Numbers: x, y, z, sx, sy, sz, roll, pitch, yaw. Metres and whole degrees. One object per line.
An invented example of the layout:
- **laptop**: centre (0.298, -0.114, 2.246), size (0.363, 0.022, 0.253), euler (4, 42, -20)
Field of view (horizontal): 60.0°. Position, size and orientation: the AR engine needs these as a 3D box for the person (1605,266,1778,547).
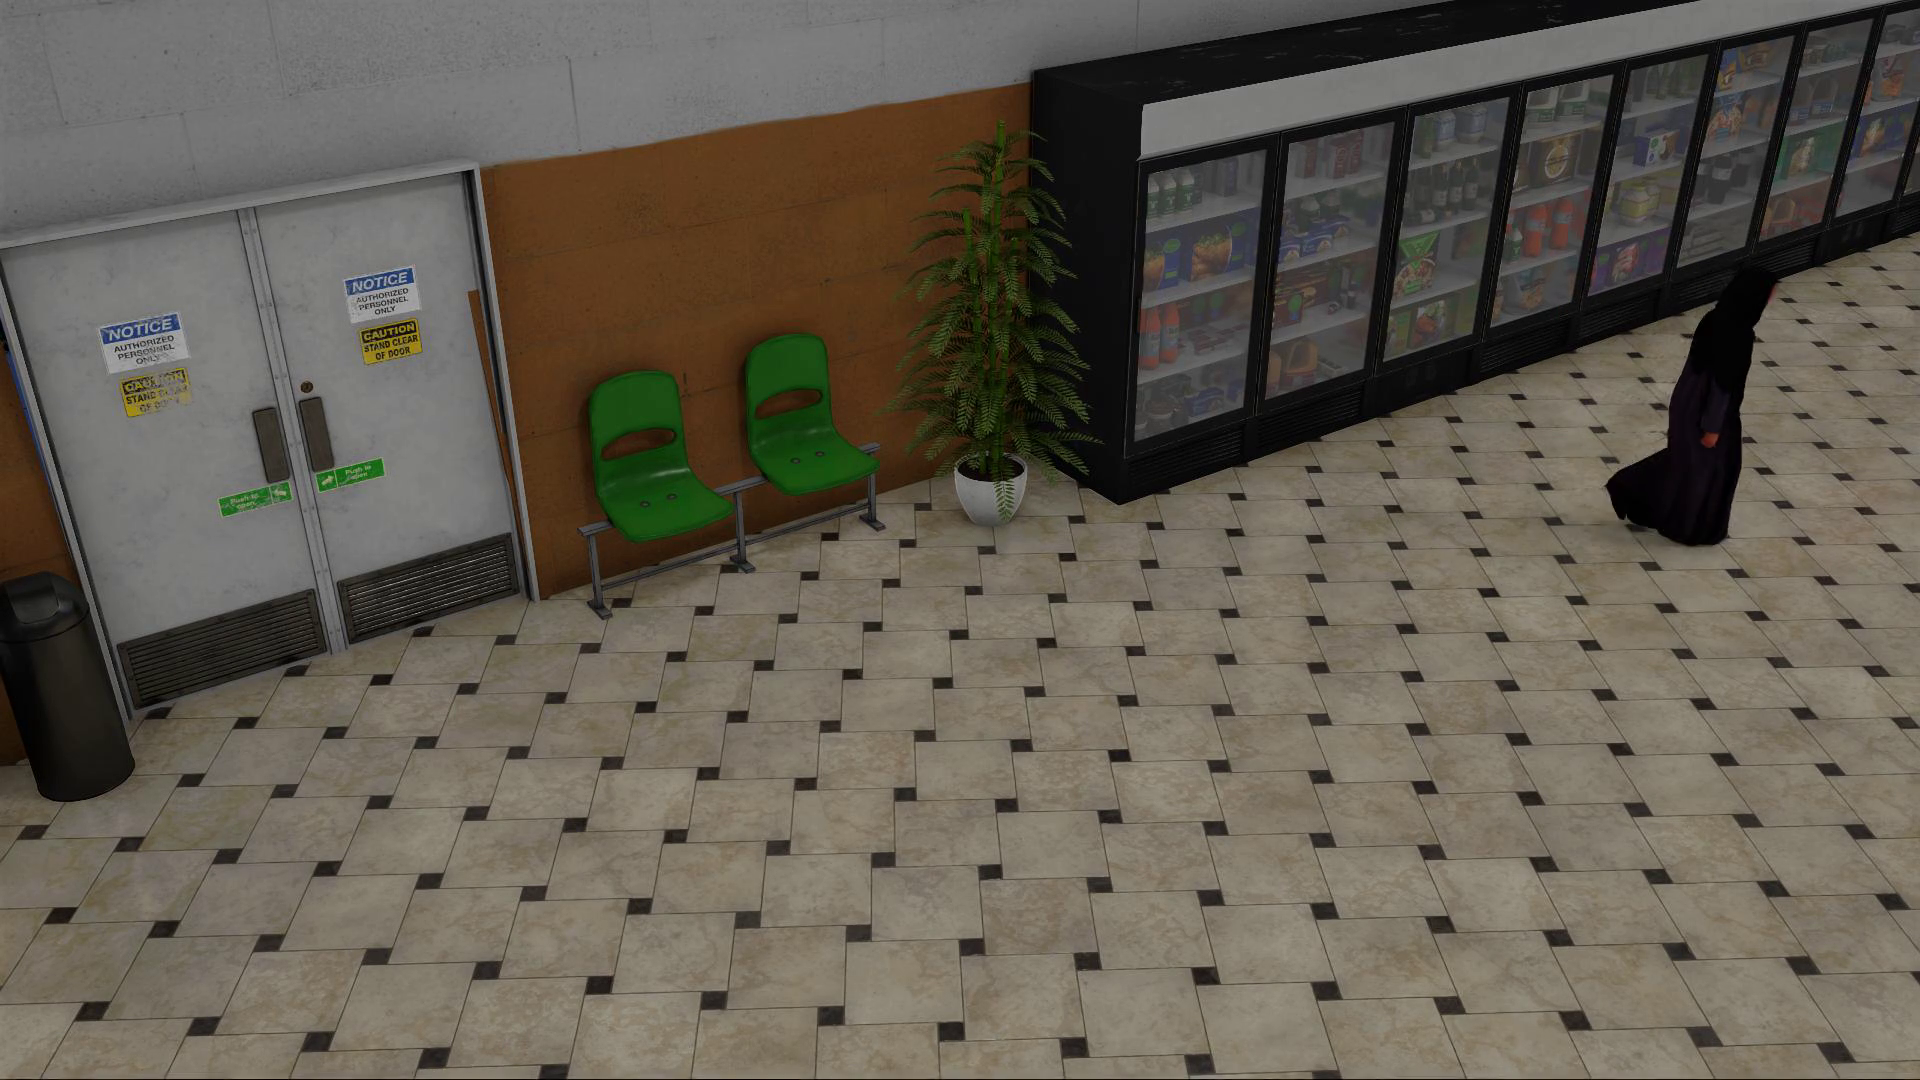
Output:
- **person**: centre (3.870, -0.701, 8.801), size (1.026, 1.596, 0.966), euler (3, 29, 5)
